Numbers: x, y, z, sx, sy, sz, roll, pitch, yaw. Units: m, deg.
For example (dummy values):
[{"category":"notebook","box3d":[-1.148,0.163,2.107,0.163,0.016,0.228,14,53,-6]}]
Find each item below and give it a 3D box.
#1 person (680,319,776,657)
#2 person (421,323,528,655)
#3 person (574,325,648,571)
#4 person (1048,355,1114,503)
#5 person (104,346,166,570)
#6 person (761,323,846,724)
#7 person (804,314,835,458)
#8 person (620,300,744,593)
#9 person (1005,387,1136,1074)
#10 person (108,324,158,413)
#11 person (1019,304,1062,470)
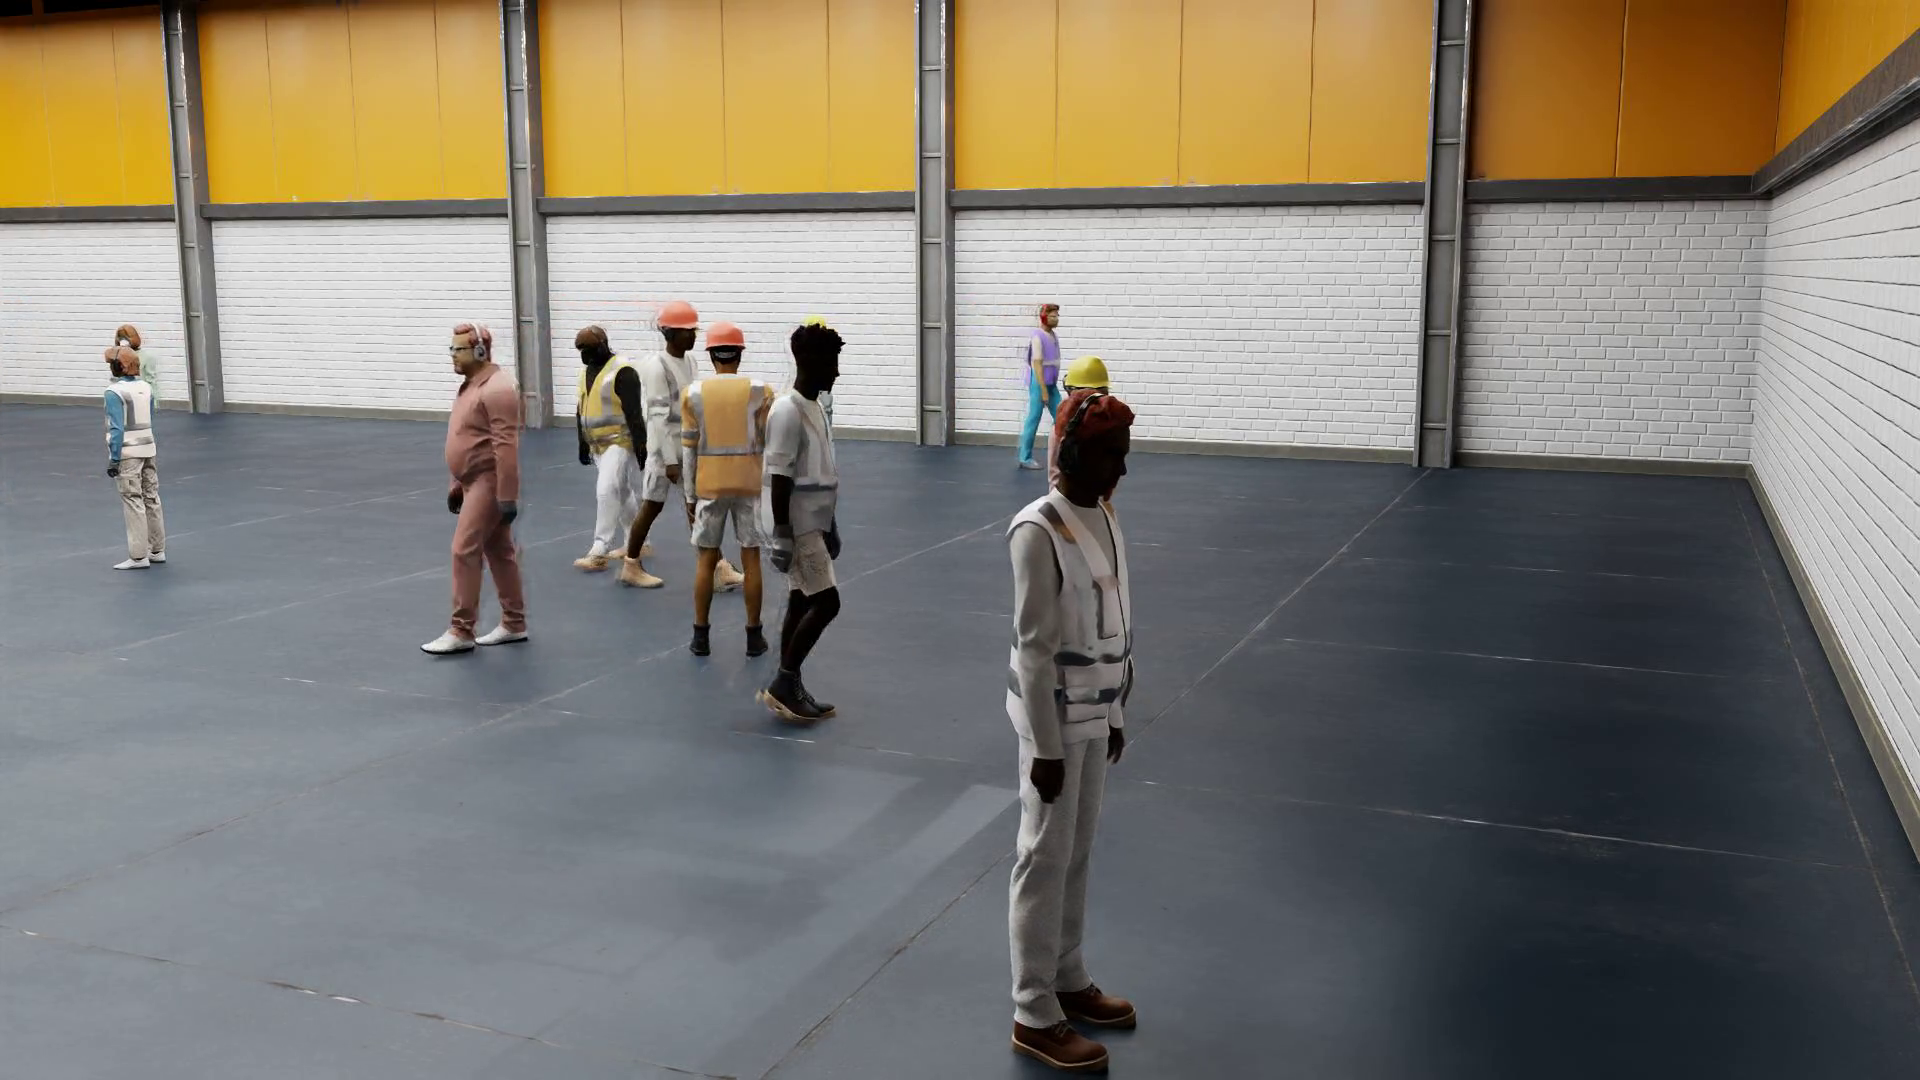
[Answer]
[{"category":"person","box3d":[-1.310,-0.296,9.518,0.546,1.919,0.433,0,9,-2]},{"category":"person","box3d":[-2.859,-0.286,9.533,0.782,1.882,0.673,-5,11,-29]},{"category":"person","box3d":[-2.623,-0.674,12.212,0.890,1.777,0.707,-9,13,-43]},{"category":"person","box3d":[0.639,-0.068,8.586,0.329,1.767,0.528,7,12,35]},{"category":"person","box3d":[-6.071,-0.602,12.204,0.308,1.639,0.524,1,9,4]},{"category":"person","box3d":[-0.742,-0.075,8.072,0.423,1.944,0.625,1,9,6]},{"category":"person","box3d":[-1.416,-1.361,16.492,0.321,1.742,0.492,1,9,8]},{"category":"person","box3d":[-1.906,-0.620,11.254,1.051,1.985,0.631,4,10,22]},{"category":"person","box3d":[0.319,0.516,4.684,0.357,1.886,0.573,4,10,24]},{"category":"person","box3d":[-8.581,-1.427,17.289,0.499,1.615,0.473,-1,9,-6]},{"category":"person","box3d":[1.022,-1.633,17.937,0.919,1.801,0.587,4,10,25]}]
